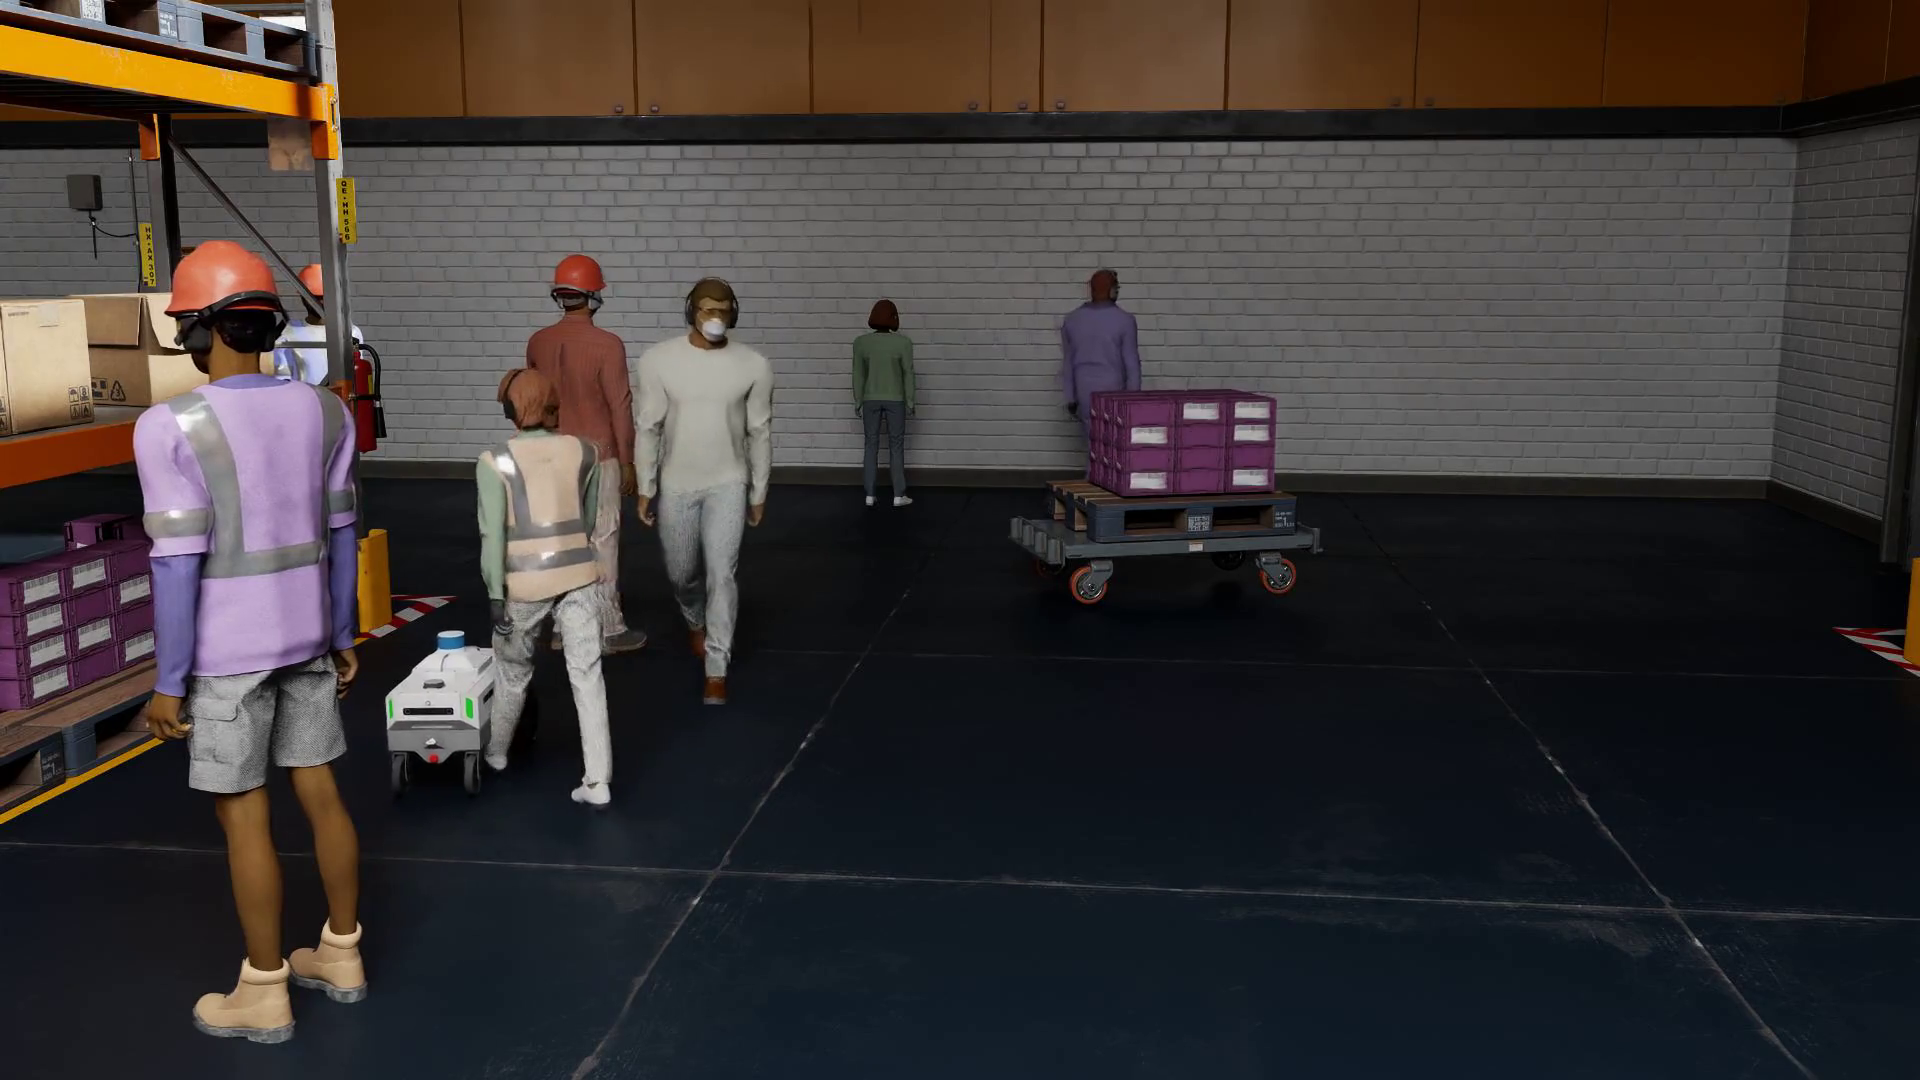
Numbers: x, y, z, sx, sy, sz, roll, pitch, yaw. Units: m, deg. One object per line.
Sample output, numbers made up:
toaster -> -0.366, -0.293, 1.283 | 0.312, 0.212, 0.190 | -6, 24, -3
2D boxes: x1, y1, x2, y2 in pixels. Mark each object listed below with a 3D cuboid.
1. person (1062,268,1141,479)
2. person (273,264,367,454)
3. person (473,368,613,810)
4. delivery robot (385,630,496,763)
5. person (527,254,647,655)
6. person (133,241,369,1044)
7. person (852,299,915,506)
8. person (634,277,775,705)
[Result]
person -> 1.054, -1.088, 12.486 | 0.666, 1.886, 0.768 | 8, 12, 37
person -> -3.864, -0.703, 10.129 | 0.548, 1.936, 0.378 | -8, 13, -38
person -> -1.558, 0.164, 6.144 | 0.511, 1.583, 0.867 | -8, 13, -37
delivery robot -> -1.946, 0.593, 6.399 | 0.477, 0.478, 0.707 | 0, 10, -2
person -> -1.872, -0.419, 8.355 | 0.629, 1.997, 0.392 | 5, 11, 26
person -> -1.828, 0.265, 4.286 | 0.387, 2.041, 0.615 | 5, 11, 28
person -> -0.598, -1.080, 13.158 | 0.507, 1.632, 0.265 | 2, 10, 13
person -> -1.163, -0.258, 7.674 | 0.634, 1.910, 0.859 | -1, 10, -6
